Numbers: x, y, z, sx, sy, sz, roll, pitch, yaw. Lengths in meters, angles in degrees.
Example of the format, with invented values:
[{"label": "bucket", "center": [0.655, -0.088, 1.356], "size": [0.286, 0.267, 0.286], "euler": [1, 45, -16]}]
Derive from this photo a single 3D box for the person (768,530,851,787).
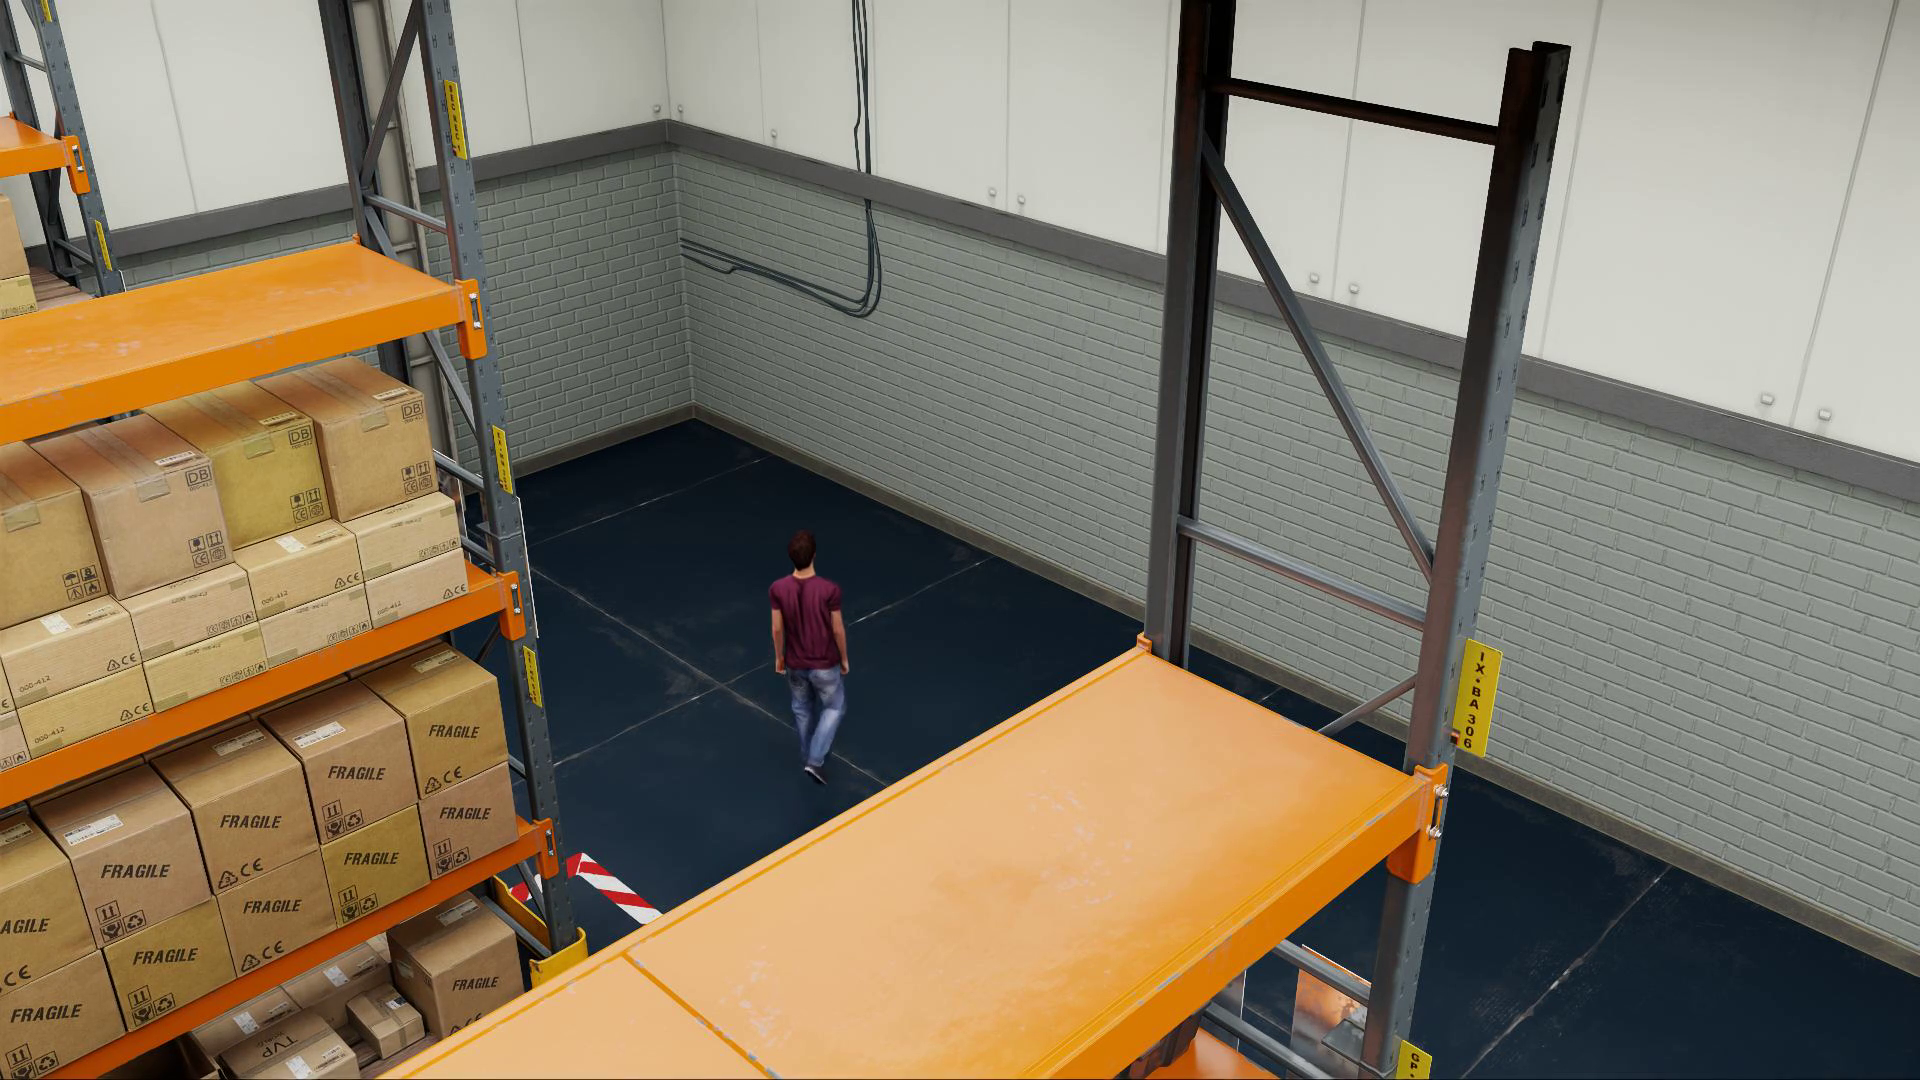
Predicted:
[{"label": "person", "center": [-0.996, 0.825, 11.032], "size": [0.930, 1.841, 1.026], "euler": [5, 28, 10]}]
